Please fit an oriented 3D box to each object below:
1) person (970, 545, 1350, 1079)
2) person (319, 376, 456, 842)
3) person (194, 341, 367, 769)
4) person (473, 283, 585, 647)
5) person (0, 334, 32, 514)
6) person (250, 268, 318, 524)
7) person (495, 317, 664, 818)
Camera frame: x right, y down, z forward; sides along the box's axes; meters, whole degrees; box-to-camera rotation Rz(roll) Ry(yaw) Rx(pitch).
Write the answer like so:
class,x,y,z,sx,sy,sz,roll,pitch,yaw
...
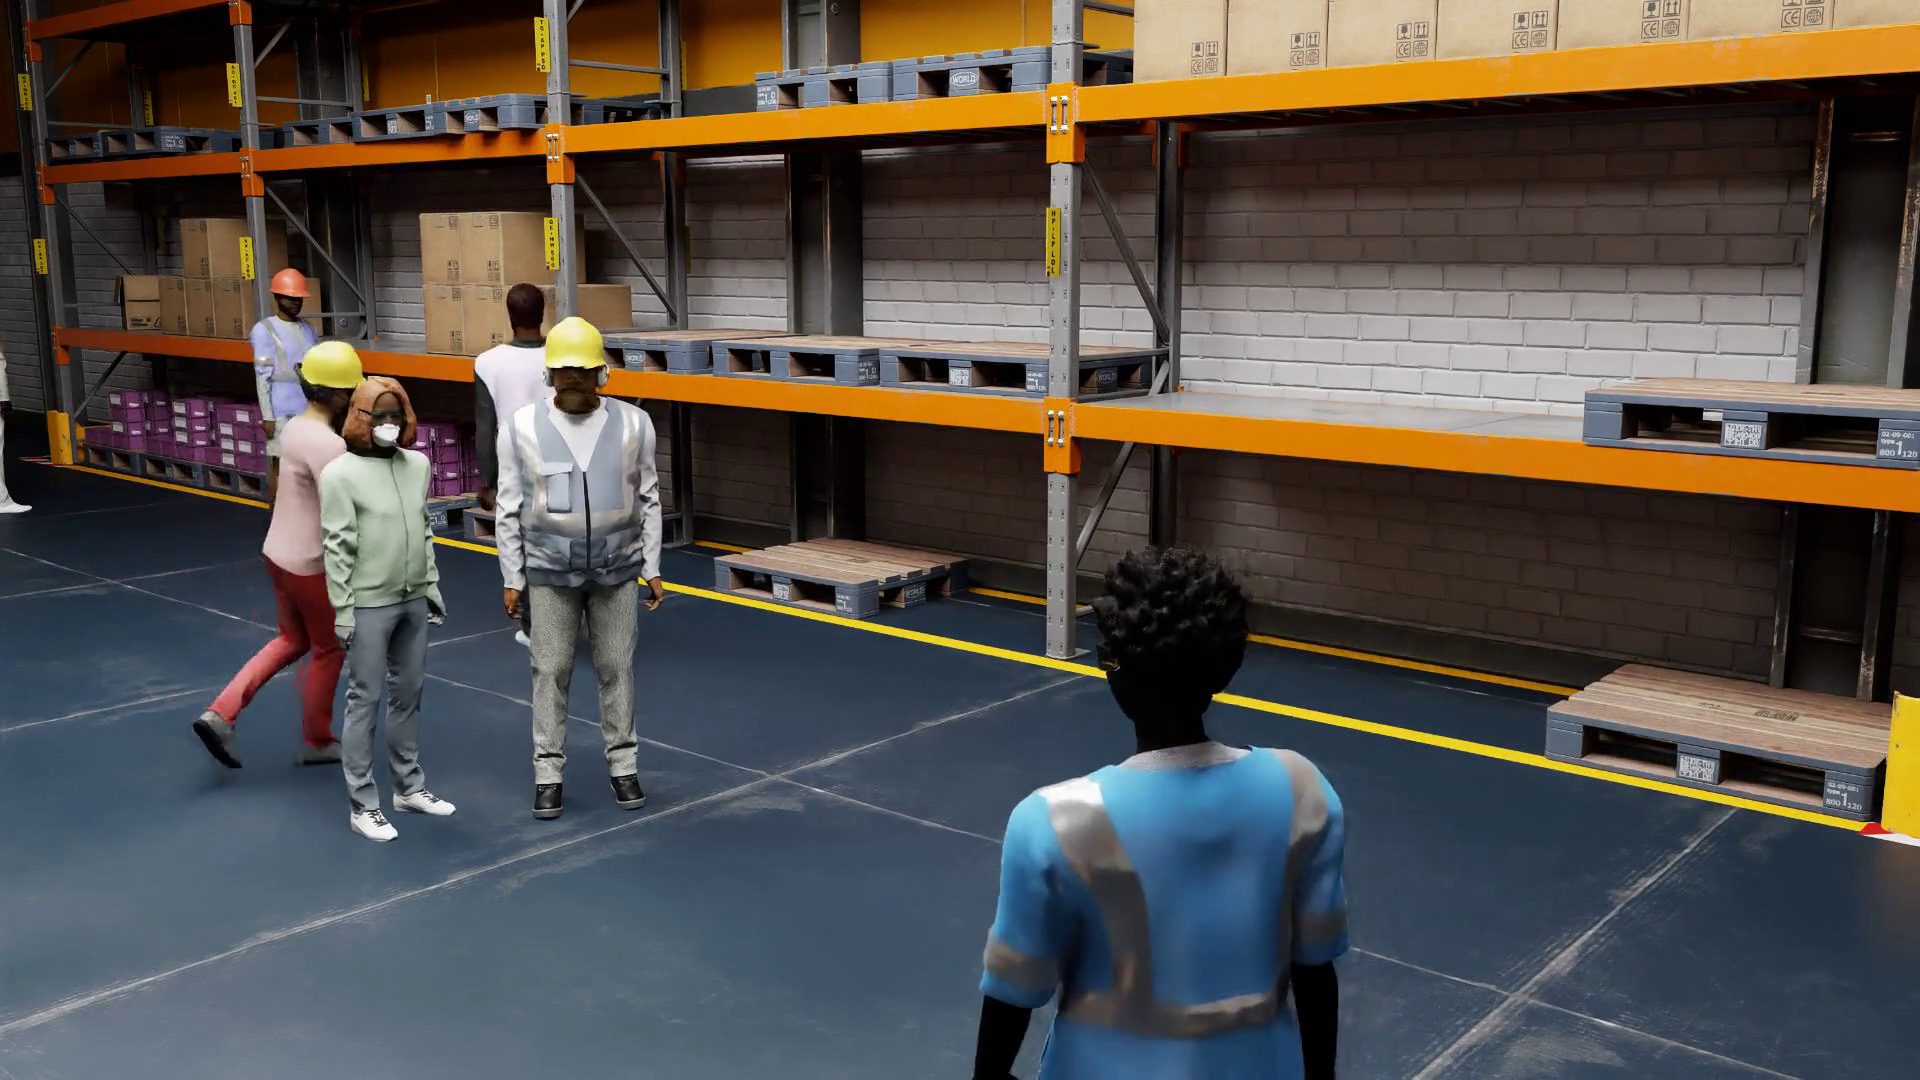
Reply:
class,x,y,z,sx,sy,sz,roll,pitch,yaw
person,0.258,0.821,2.483,0.555,1.646,0.856,-5,11,-25
person,-2.031,0.233,5.913,0.269,1.631,0.509,5,11,25
person,-2.620,0.093,6.471,0.697,1.723,0.585,-7,12,-35
person,-2.155,-0.353,8.486,0.603,1.902,0.619,-6,11,-30
person,-7.630,-1.156,12.985,0.585,1.927,0.366,4,11,24
person,-4.628,-0.913,11.581,0.374,1.933,0.550,4,11,23
person,-1.381,0.103,6.094,0.603,1.828,0.404,-3,11,-19
